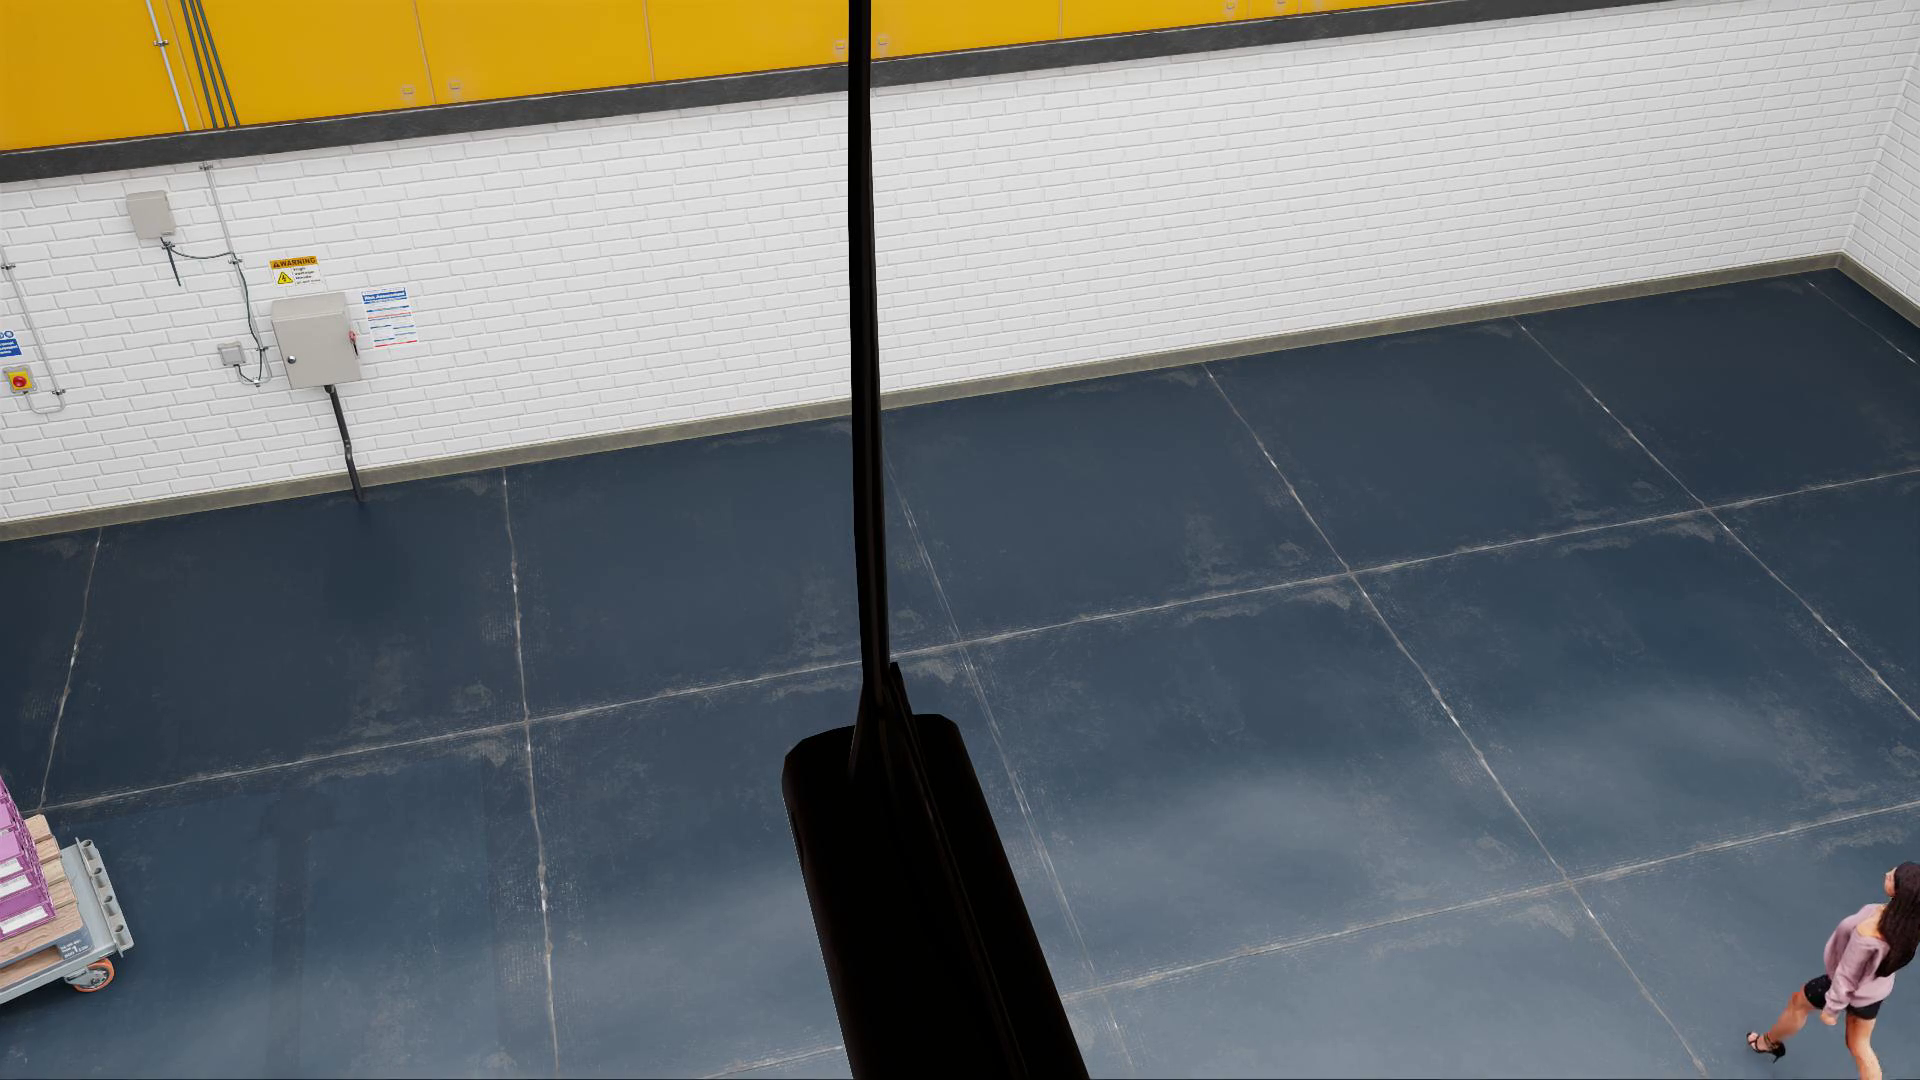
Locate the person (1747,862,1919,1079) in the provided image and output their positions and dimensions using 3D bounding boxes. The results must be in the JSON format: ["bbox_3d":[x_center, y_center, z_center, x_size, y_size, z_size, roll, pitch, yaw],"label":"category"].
[{"bbox_3d":[4.496,2.309,8.224,0.731,1.775,1.140,-15,41,-18],"label":"person"}]
